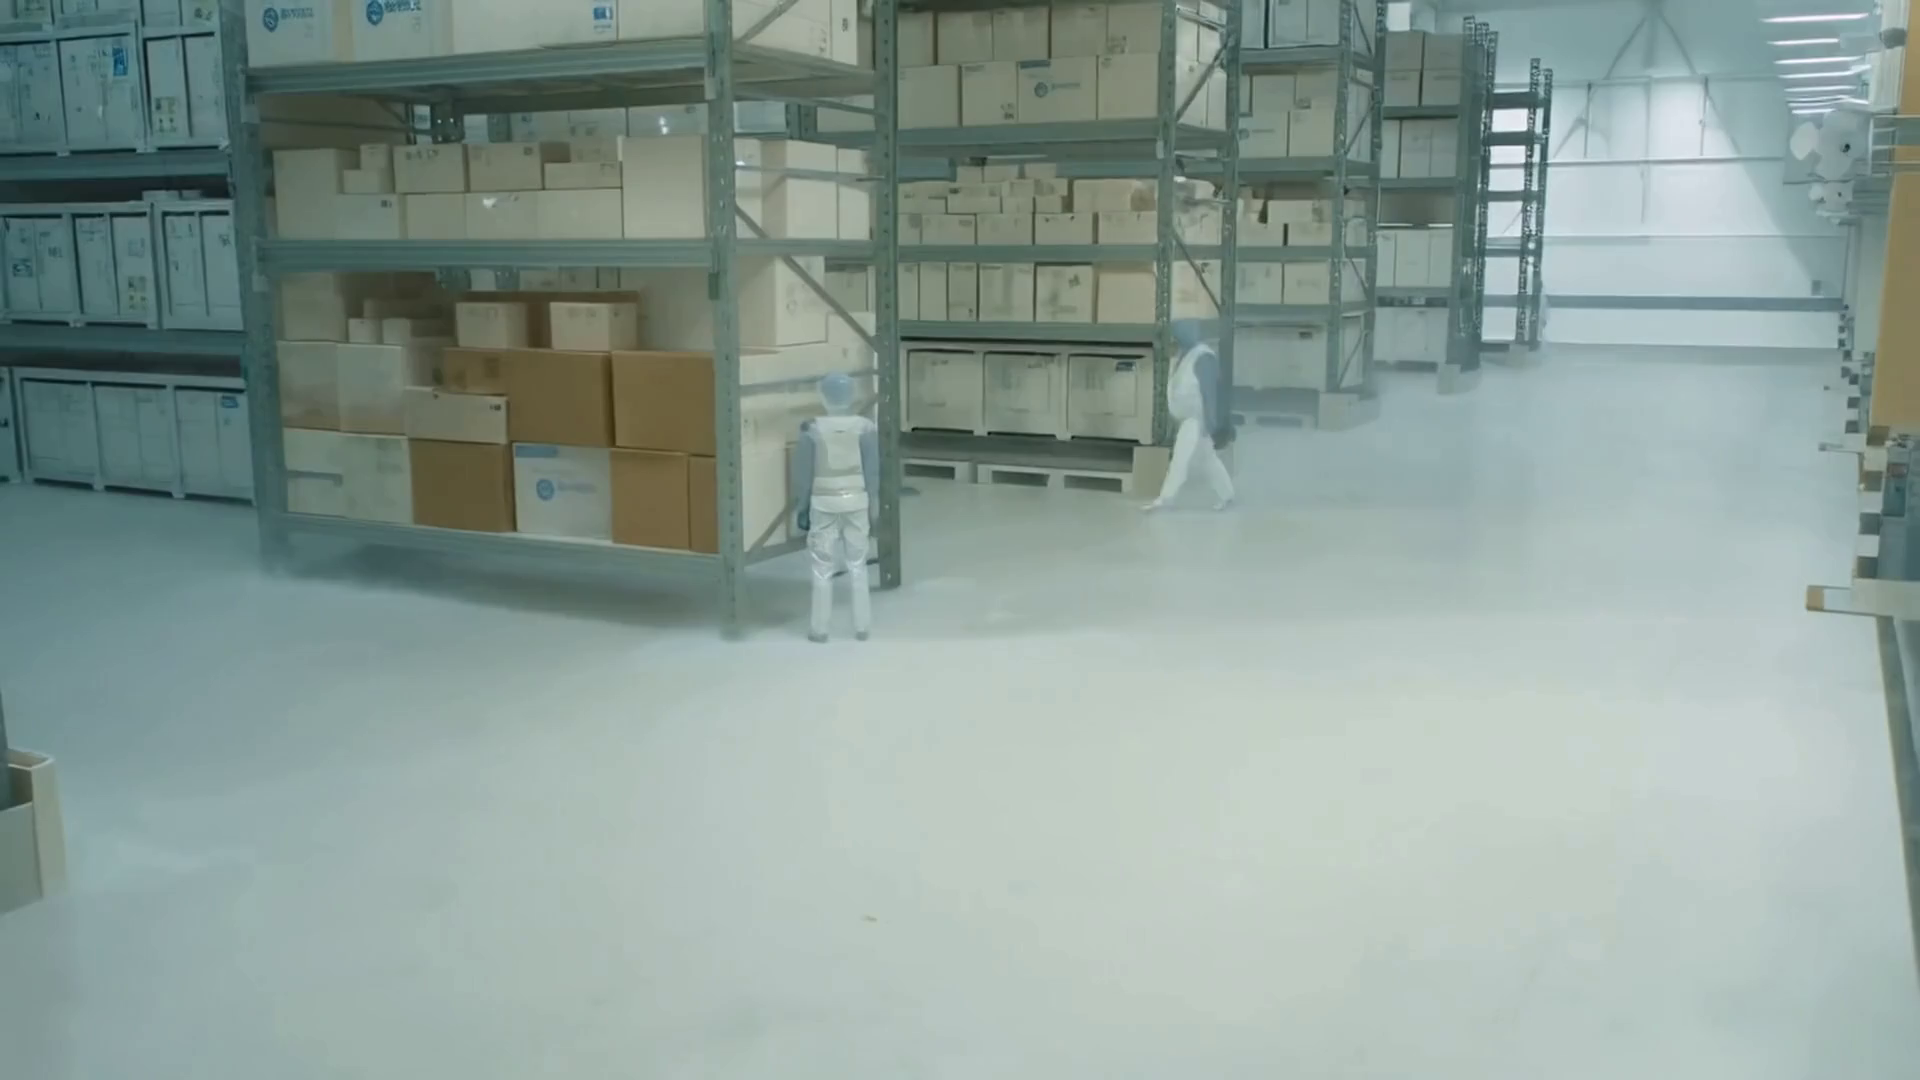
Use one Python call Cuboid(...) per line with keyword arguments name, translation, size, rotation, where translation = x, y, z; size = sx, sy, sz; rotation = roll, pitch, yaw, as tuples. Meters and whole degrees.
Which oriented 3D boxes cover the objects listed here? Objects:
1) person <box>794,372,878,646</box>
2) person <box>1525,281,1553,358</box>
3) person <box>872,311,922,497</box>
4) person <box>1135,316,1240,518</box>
Cuboid(name="person", translation=(-0.725, -0.176, 9.882), size=(0.522, 1.633, 0.314), rotation=(-4, 10, -21))
Cuboid(name="person", translation=(12.834, -4.898, 37.009), size=(0.561, 1.703, 0.885), rotation=(-8, 13, -39))
Cuboid(name="person", translation=(-0.869, -1.291, 15.906), size=(0.942, 1.787, 0.614), rotation=(4, 11, 21))
Cuboid(name="person", translation=(2.066, -1.084, 14.724), size=(0.981, 1.786, 0.636), rotation=(-2, 10, -11))
